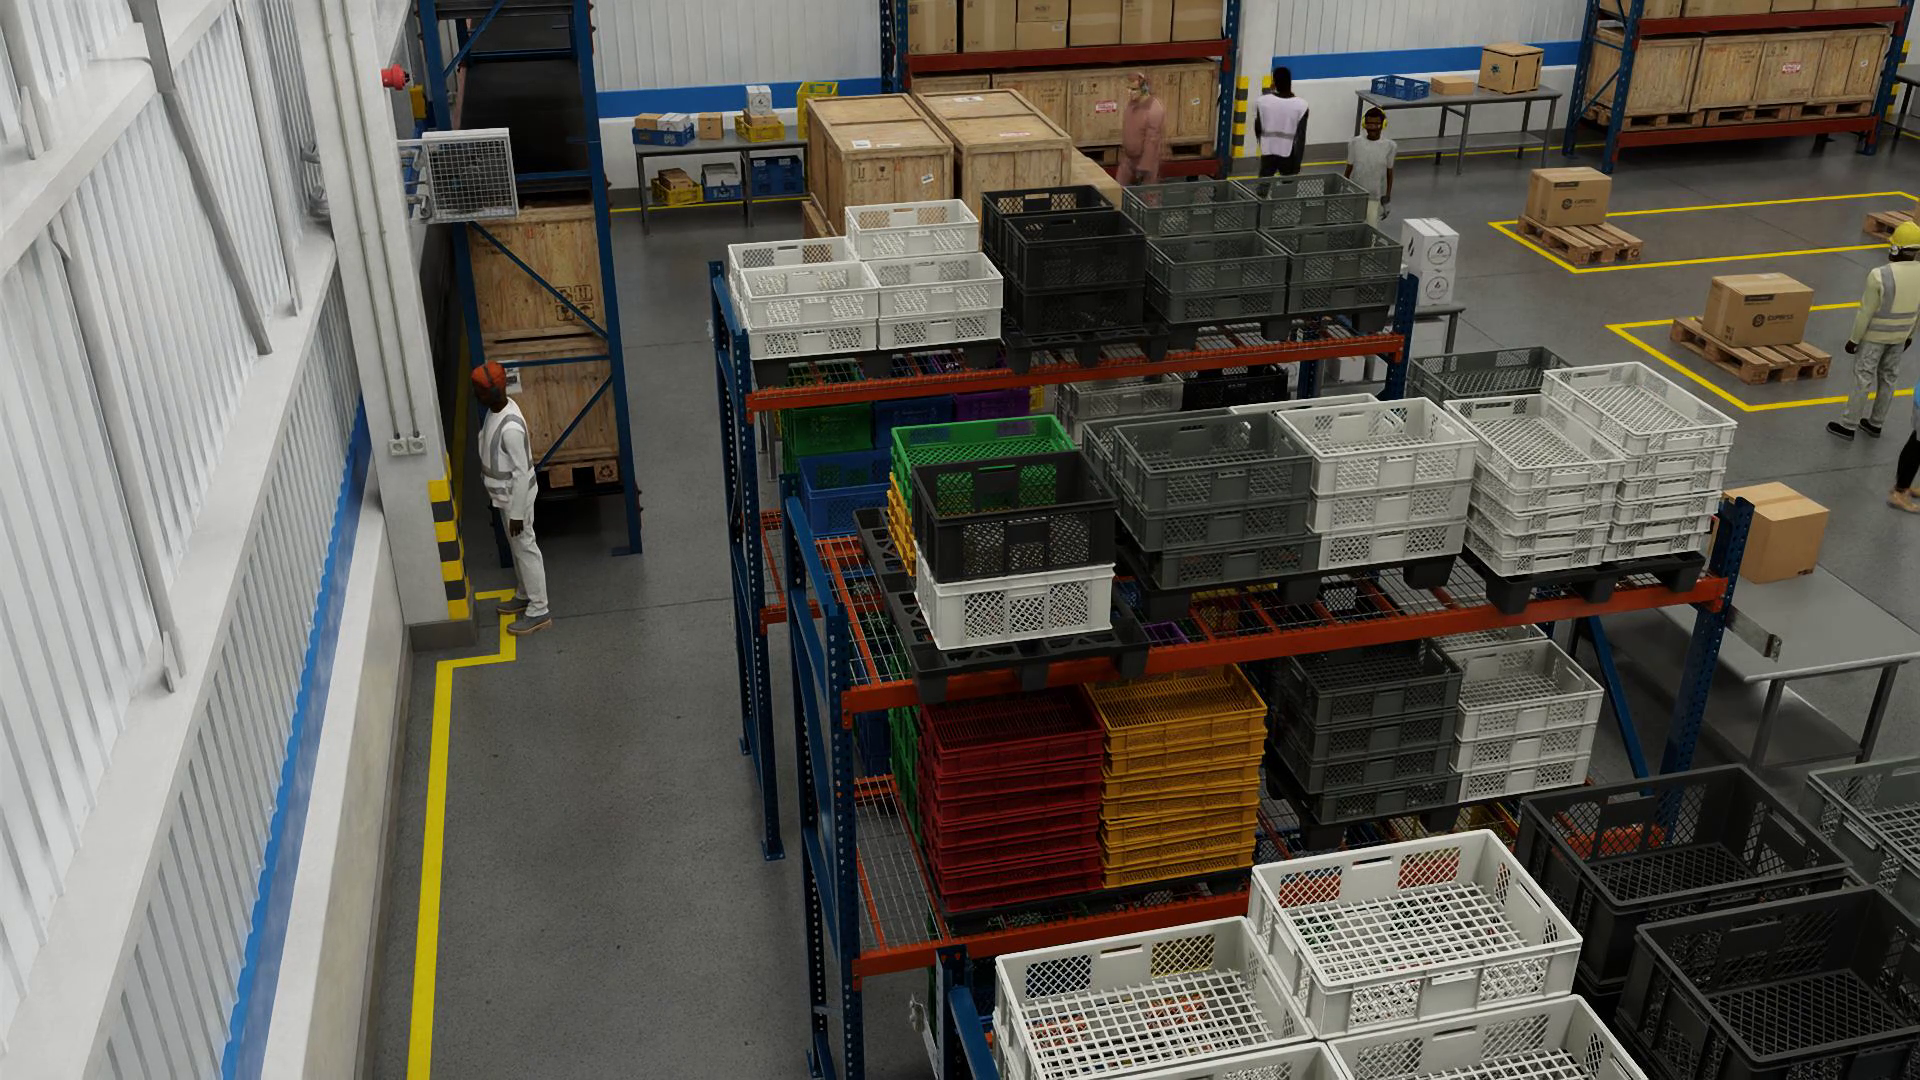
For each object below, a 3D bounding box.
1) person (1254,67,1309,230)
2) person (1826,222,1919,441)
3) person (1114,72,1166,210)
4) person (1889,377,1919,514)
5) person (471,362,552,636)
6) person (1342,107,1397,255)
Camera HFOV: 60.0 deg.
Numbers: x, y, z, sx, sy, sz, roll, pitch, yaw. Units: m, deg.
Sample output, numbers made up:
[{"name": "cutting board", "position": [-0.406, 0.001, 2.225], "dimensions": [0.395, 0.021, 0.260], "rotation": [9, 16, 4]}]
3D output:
[{"name": "person", "position": [3.539, -4.302, 18.469], "dimensions": [0.586, 1.875, 0.672], "rotation": [7, 29, 13]}, {"name": "person", "position": [7.528, -1.696, 13.572], "dimensions": [0.590, 1.833, 0.404], "rotation": [-5, 28, -10]}, {"name": "person", "position": [1.919, -4.150, 18.173], "dimensions": [0.622, 1.875, 0.637], "rotation": [-19, 33, -31]}, {"name": "person", "position": [7.322, -1.036, 12.464], "dimensions": [0.317, 1.695, 0.539], "rotation": [10, 29, 18]}, {"name": "person", "position": [-2.929, -0.283, 10.833], "dimensions": [0.356, 1.887, 0.572], "rotation": [-12, 30, -22]}, {"name": "person", "position": [4.116, -3.455, 16.871], "dimensions": [0.520, 1.871, 0.326], "rotation": [8, 29, 14]}]
